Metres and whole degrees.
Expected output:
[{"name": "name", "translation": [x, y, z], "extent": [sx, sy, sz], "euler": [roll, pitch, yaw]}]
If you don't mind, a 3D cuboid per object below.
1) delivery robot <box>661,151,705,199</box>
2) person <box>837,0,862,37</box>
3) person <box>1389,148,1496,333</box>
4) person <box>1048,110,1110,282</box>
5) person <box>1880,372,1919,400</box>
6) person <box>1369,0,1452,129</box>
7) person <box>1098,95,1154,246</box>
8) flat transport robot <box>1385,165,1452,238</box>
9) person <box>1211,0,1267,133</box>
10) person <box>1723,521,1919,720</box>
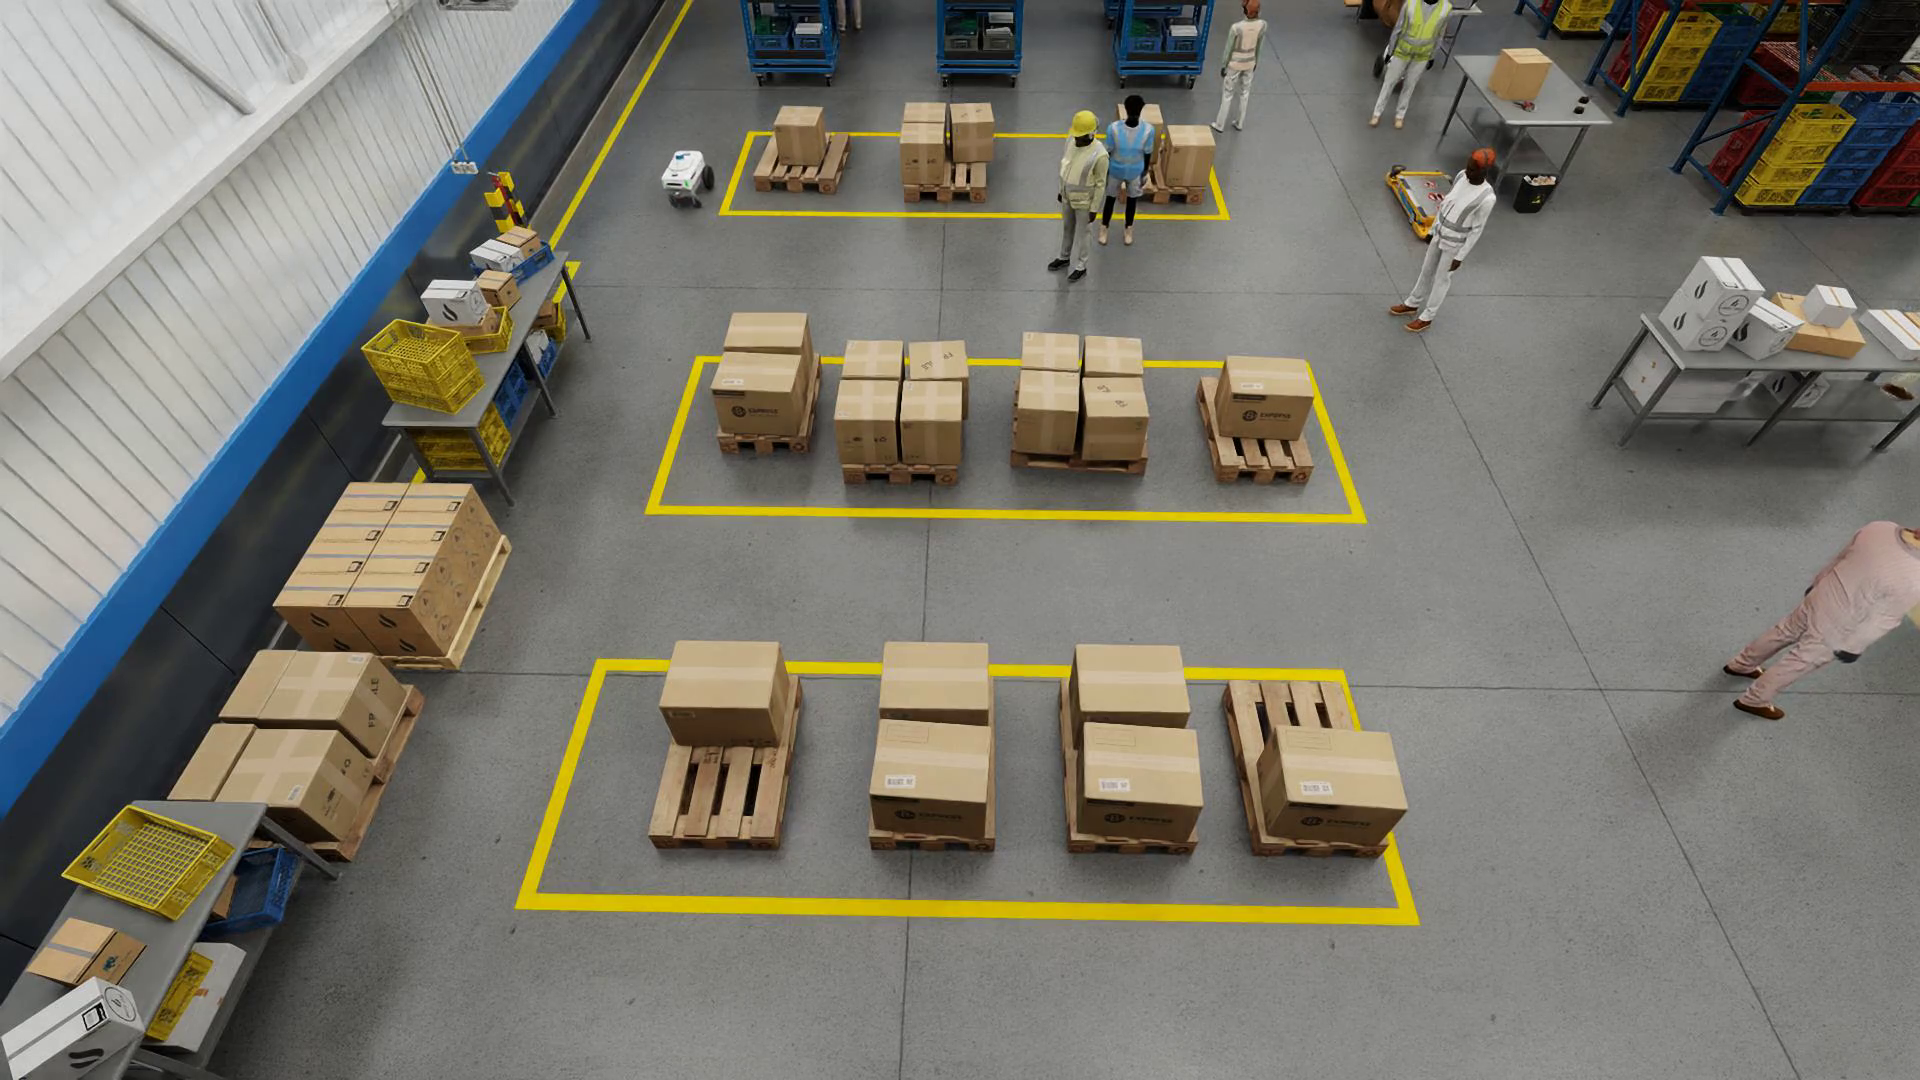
[{"name": "delivery robot", "translation": [-3.360, -4.466, 11.134], "extent": [0.477, 0.478, 0.707], "euler": [4, 49, 4]}, {"name": "person", "translation": [-1.769, -8.839, 14.044], "extent": [0.624, 1.984, 0.413], "euler": [-19, 52, -16]}, {"name": "person", "translation": [4.782, -2.923, 8.986], "extent": [0.355, 1.884, 0.573], "euler": [-9, 50, -8]}, {"name": "person", "translation": [1.233, -3.593, 9.606], "extent": [0.403, 1.823, 0.588], "euler": [-31, 56, -24]}, {"name": "person", "translation": [9.383, -2.023, 8.263], "extent": [0.985, 1.807, 0.585], "euler": [-1, 49, -1]}, {"name": "person", "translation": [5.897, -6.341, 11.972], "extent": [0.637, 1.842, 0.429], "euler": [13, 50, 11]}, {"name": "person", "translation": [1.810, -4.051, 10.091], "extent": [0.542, 1.691, 0.321], "euler": [3, 49, 3]}, {"name": "flat transport robot", "translation": [5.692, -4.094, 11.059], "extent": [0.652, 0.197, 1.431], "euler": [1, 49, 1]}, {"name": "person", "translation": [3.660, -6.191, 11.983], "extent": [0.516, 1.632, 0.317], "euler": [-9, 50, -7]}, {"name": "person", "translation": [5.815, 0.483, 6.033], "extent": [0.400, 1.900, 0.648], "euler": [12, 50, 10]}]
